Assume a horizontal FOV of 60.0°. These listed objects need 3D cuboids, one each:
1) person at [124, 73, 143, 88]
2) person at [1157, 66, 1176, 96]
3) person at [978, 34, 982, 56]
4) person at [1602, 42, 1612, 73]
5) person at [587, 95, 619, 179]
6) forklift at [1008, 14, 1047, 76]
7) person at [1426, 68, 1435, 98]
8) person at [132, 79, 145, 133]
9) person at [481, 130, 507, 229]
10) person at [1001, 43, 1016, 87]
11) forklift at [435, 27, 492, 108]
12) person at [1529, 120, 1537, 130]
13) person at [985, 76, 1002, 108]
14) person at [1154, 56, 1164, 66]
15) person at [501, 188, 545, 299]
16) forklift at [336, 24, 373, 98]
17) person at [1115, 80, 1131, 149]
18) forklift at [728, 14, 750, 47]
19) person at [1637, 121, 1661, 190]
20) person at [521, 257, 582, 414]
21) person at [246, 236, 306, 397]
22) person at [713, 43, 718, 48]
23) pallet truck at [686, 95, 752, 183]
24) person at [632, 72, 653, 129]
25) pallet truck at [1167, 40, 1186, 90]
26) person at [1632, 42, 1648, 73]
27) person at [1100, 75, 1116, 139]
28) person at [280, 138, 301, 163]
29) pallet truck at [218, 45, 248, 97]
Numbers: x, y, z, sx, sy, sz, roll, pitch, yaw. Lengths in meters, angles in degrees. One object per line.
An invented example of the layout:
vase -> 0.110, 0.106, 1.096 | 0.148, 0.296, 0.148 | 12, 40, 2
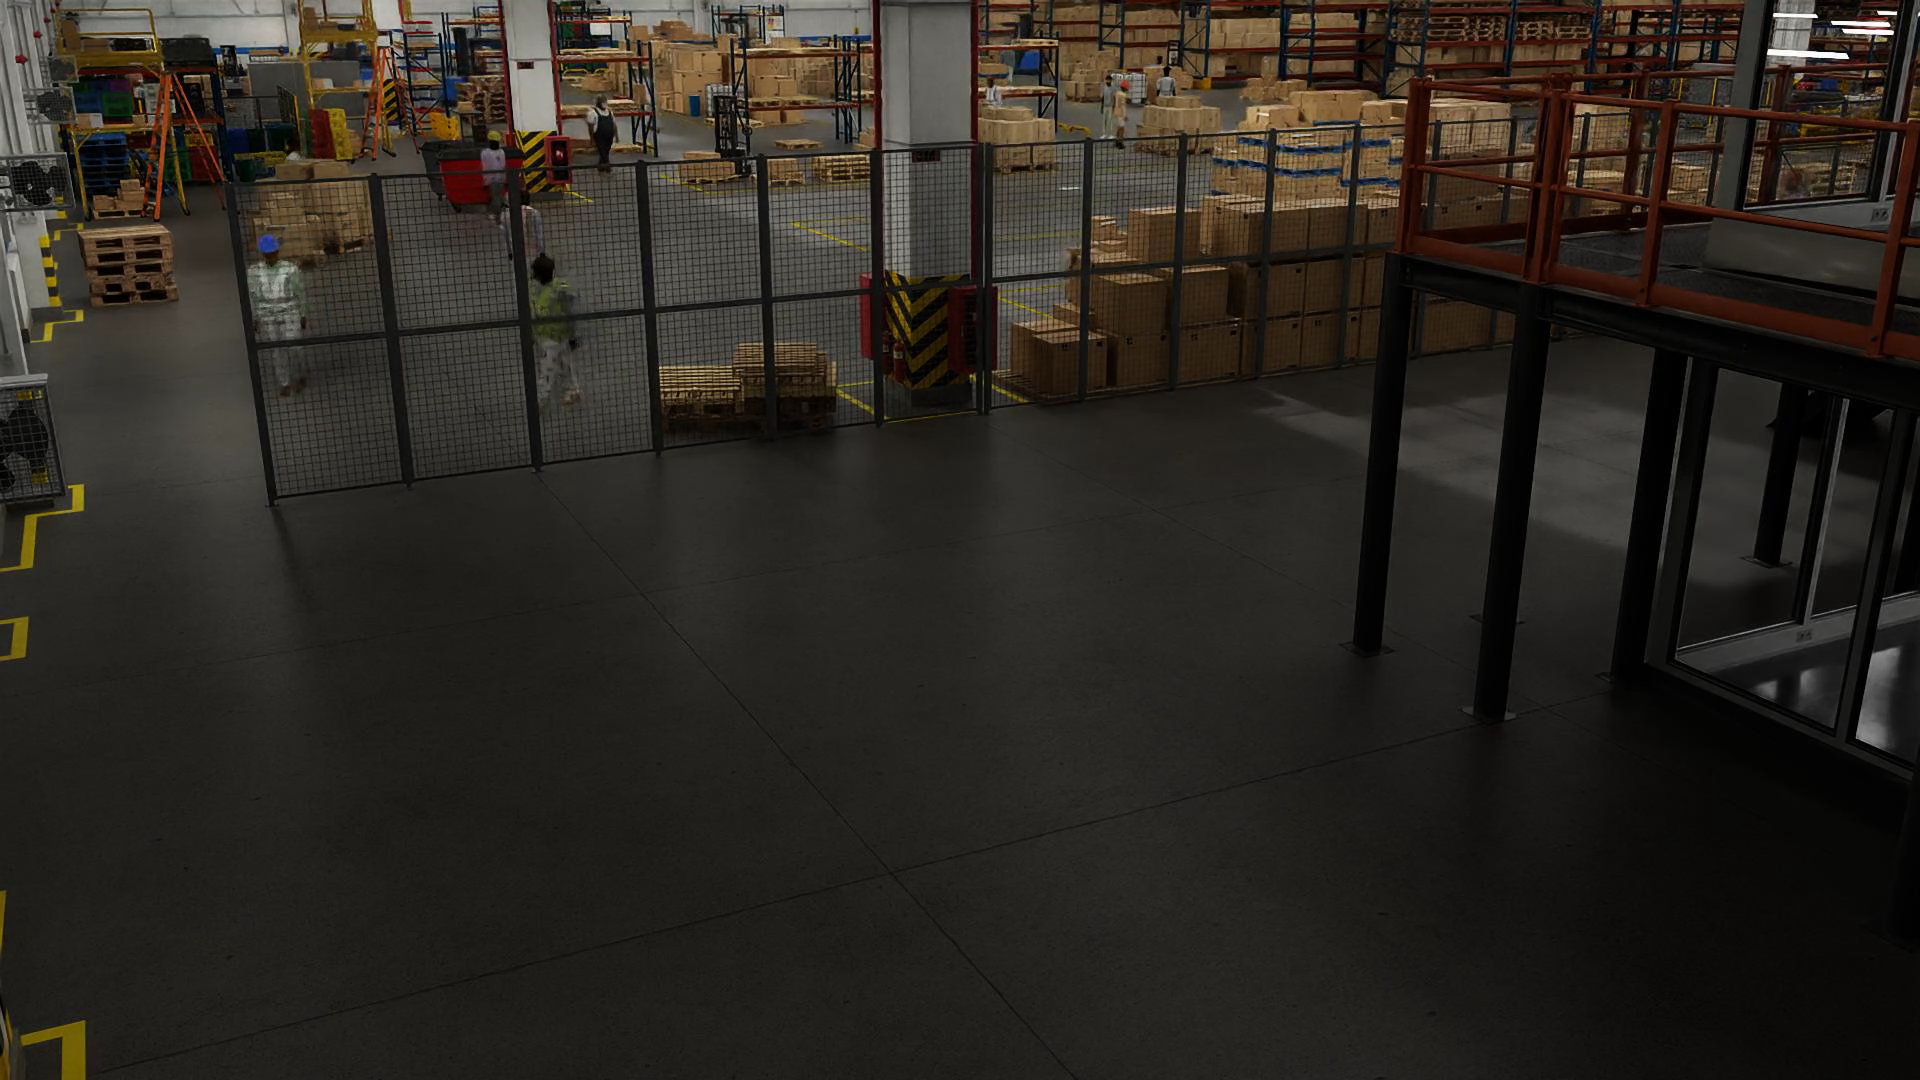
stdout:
person -> -27.821, -15.145, 56.088 | 0.608, 1.878, 0.945 | -7, 20, -20
person -> 6.475, -13.902, 52.349 | 0.613, 1.963, 0.361 | 0, 19, -1
person -> 0.777, -22.928, 78.605 | 0.768, 1.910, 0.552 | 11, 22, 29
person -> 30.543, -22.752, 78.253 | 0.856, 1.792, 0.628 | 3, 19, 8
person -> -8.609, -9.825, 40.419 | 1.003, 2.000, 0.703 | 17, 25, 40
forklift -> 3.096, -23.315, 78.257 | 1.873, 2.768, 1.129 | 6, 20, 17
person -> 16.098, -15.369, 57.098 | 0.513, 1.637, 0.313 | -16, 25, -38
person -> -25.368, -13.403, 51.413 | 0.518, 1.633, 0.312 | 5, 20, 13
person -> -9.171, -7.082, 32.666 | 0.630, 1.908, 0.592 | 11, 22, 29
person -> 1.990, -19.573, 68.833 | 0.629, 1.940, 0.373 | 3, 19, 10
forklift -> -18.152, -17.225, 60.601 | 1.873, 2.768, 1.129 | -9, 21, -25
person -> 18.074, -13.420, 51.302 | 0.811, 1.740, 0.527 | 0, 19, -1
person -> 1.001, -12.869, 49.517 | 0.605, 1.858, 0.509 | 17, 25, 40
person -> 7.677, -17.659, 63.690 | 0.557, 1.652, 0.836 | -12, 23, -32
person -> -6.424, -4.277, 24.648 | 0.619, 1.838, 0.430 | 4, 19, 11
forklift -> -23.669, -18.515, 64.341 | 1.129, 2.768, 1.873 | 14, 23, 35
person -> 4.585, -12.034, 47.030 | 0.423, 1.915, 0.557 | -3, 19, -8
forklift -> -10.385, -23.401, 78.505 | 1.129, 2.768, 1.873 | 5, 20, 15
person -> 15.386, -8.432, 36.883 | 0.836, 1.707, 0.494 | -3, 19, -7
person -> -4.771, -2.374, 19.201 | 0.650, 1.789, 0.979 | 13, 23, 33
person -> -8.121, -2.655, 19.787 | 0.631, 1.930, 0.439 | -3, 19, -8
person -> -10.078, -19.656, 69.101 | 0.637, 1.921, 0.614 | -7, 20, -19
pallet truck -> -5.836, -9.608, 39.856 | 0.823, 1.965, 1.885 | 10, 22, 27
person -> -9.998, -13.961, 52.684 | 0.643, 1.883, 0.967 | -9, 21, -26
pallet truck -> 9.045, -19.971, 69.895 | 0.823, 1.965, 1.885 | -3, 19, -8
person -> 28.595, -20.046, 70.064 | 0.620, 2.027, 0.486 | 3, 19, 10
person -> 4.441, -12.943, 49.742 | 0.503, 1.861, 0.331 | 14, 23, 35
person -> -12.833, -6.829, 32.096 | 0.999, 1.805, 0.518 | 0, 19, 1
pallet truck -> -28.879, -18.665, 66.111 | 0.823, 1.965, 1.885 | -3, 19, -9
